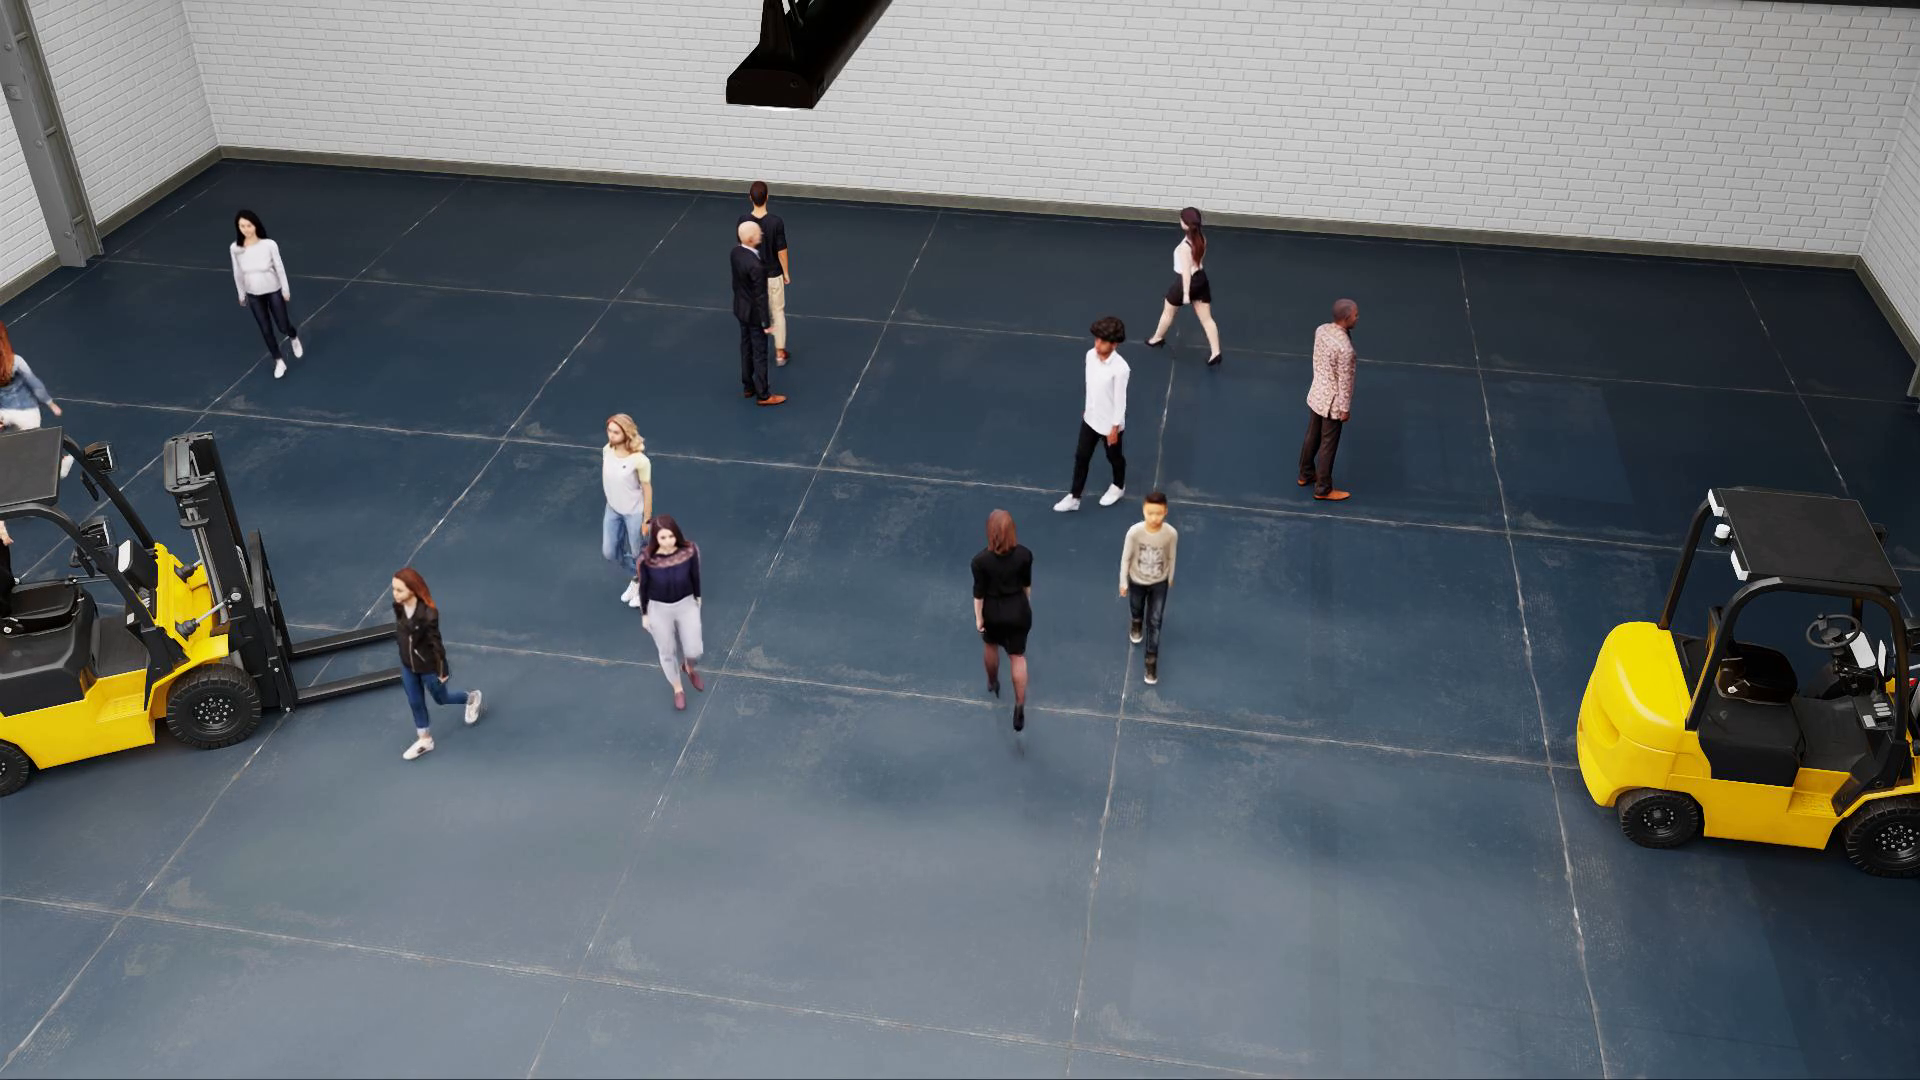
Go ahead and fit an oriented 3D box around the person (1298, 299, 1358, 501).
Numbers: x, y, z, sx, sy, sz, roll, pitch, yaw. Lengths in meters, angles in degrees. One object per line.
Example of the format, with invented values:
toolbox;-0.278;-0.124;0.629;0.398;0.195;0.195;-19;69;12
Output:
person;3.136;-1.180;14.142;0.830;1.751;0.700;-10;35;-15

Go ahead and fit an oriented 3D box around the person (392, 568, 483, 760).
person;-3.641;0.796;11.429;0.765;1.465;0.979;18;38;25

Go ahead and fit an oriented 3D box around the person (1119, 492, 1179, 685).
person;1.384;0.248;12.279;0.624;1.436;1.012;3;34;4

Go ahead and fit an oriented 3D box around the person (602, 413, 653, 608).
person;-2.477;-0.256;12.787;0.726;1.713;0.741;19;38;26

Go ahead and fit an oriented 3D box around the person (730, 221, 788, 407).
person;-1.934;-2.122;15.516;0.815;1.799;0.749;-20;38;-27

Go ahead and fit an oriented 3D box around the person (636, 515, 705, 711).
person;-2.053;0.474;11.791;0.708;1.600;0.726;-9;35;-13

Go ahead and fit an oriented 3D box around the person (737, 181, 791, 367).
person;-1.899;-2.584;16.166;0.653;1.850;0.572;3;34;5

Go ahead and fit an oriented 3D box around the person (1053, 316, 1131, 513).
person;1.268;-1.065;13.945;1.091;1.779;0.993;-26;41;-33

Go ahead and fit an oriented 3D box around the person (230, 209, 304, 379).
person;-6.693;-2.420;16.063;0.729;1.691;0.814;-4;34;-5

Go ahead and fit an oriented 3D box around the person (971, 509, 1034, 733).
person;0.331;0.578;11.564;0.787;1.677;1.077;-5;34;-7

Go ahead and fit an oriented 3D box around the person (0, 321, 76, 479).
person;-7.923;-0.979;13.921;0.665;1.662;1.045;8;35;12

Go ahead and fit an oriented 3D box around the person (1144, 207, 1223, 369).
person;2.305;-2.395;16.115;1.016;1.591;1.143;25;41;33
